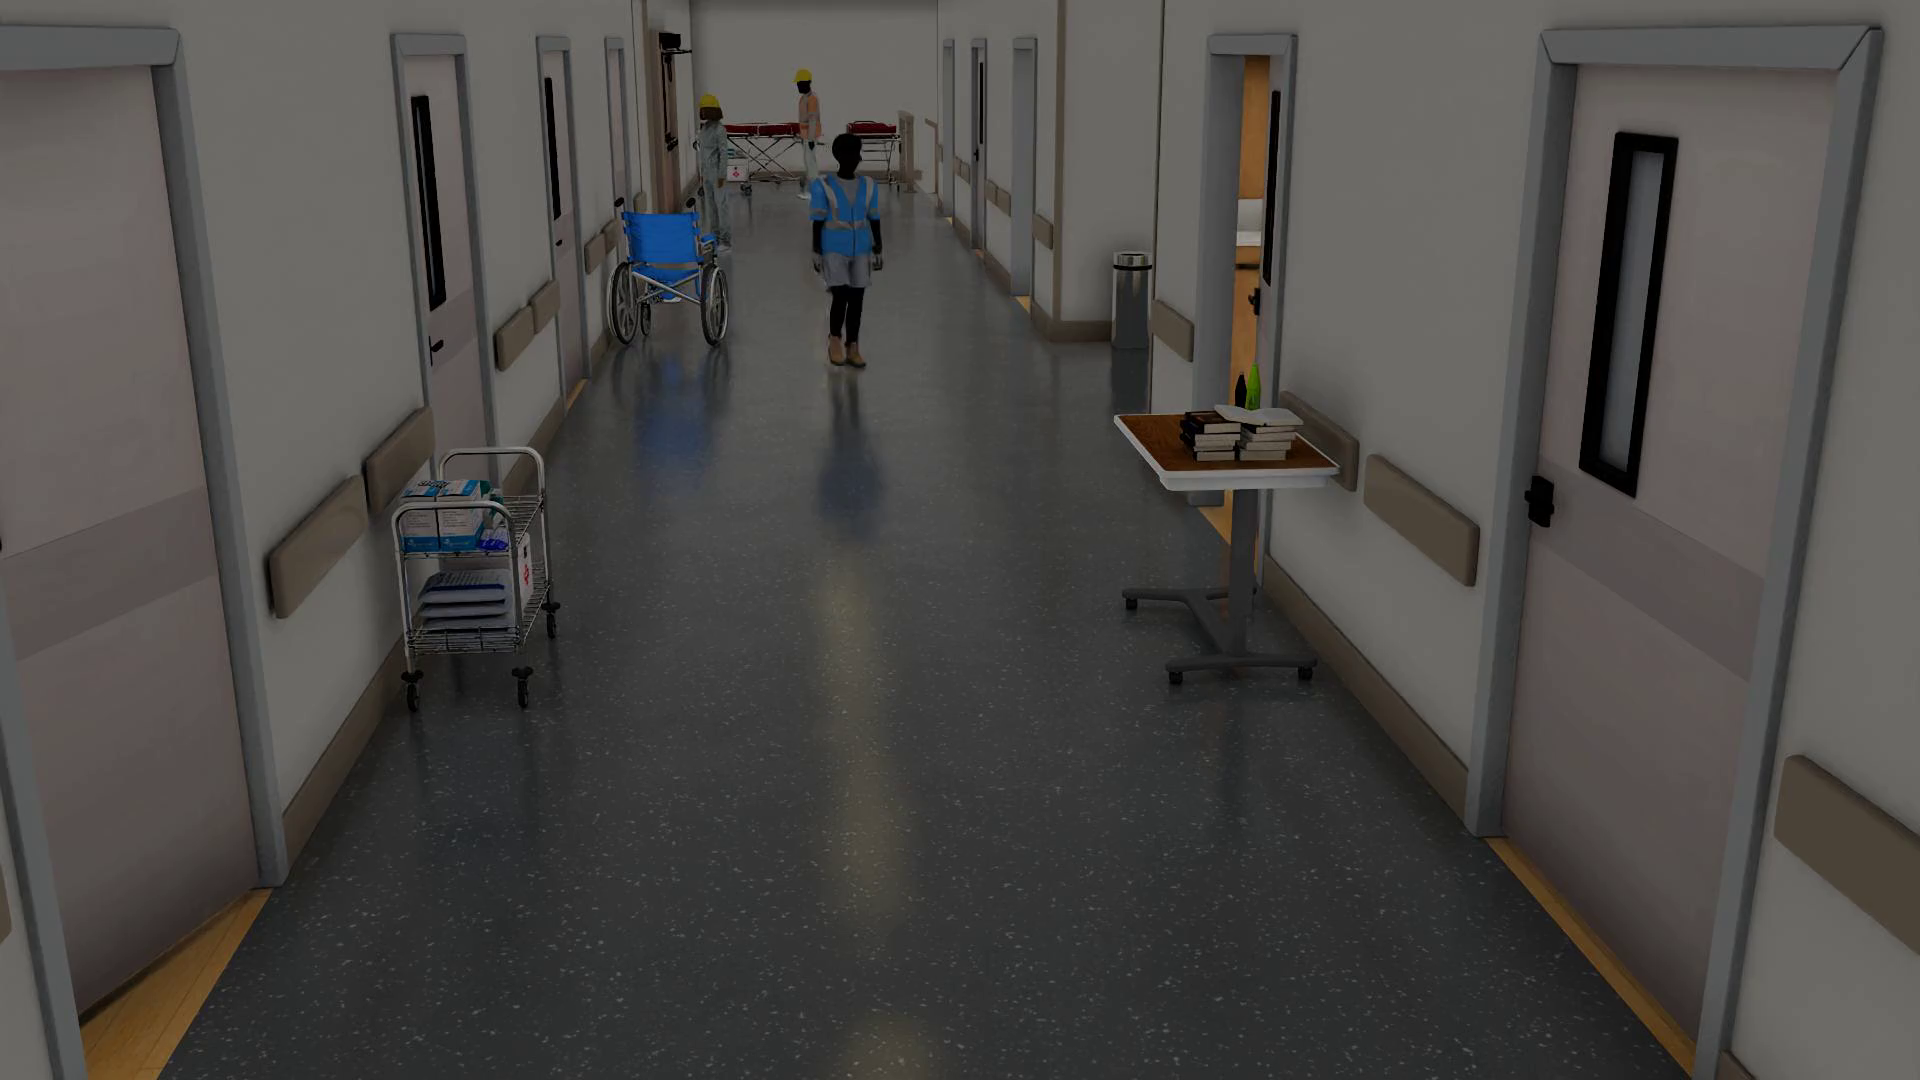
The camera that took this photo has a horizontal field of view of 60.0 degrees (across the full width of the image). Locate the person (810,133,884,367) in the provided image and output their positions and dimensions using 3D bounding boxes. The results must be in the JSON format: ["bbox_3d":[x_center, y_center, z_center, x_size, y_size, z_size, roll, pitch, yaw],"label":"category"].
[{"bbox_3d":[-0.802,-2.069,11.969,0.549,1.681,0.385,-9,19,-29],"label":"person"}]

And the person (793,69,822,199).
[{"bbox_3d":[-2.300,-6.114,25.096,0.411,1.918,0.593,-4,17,-14],"label":"person"}]

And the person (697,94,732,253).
[{"bbox_3d":[-2.785,-4.116,18.714,0.299,1.745,0.483,-12,20,-35],"label":"person"}]
